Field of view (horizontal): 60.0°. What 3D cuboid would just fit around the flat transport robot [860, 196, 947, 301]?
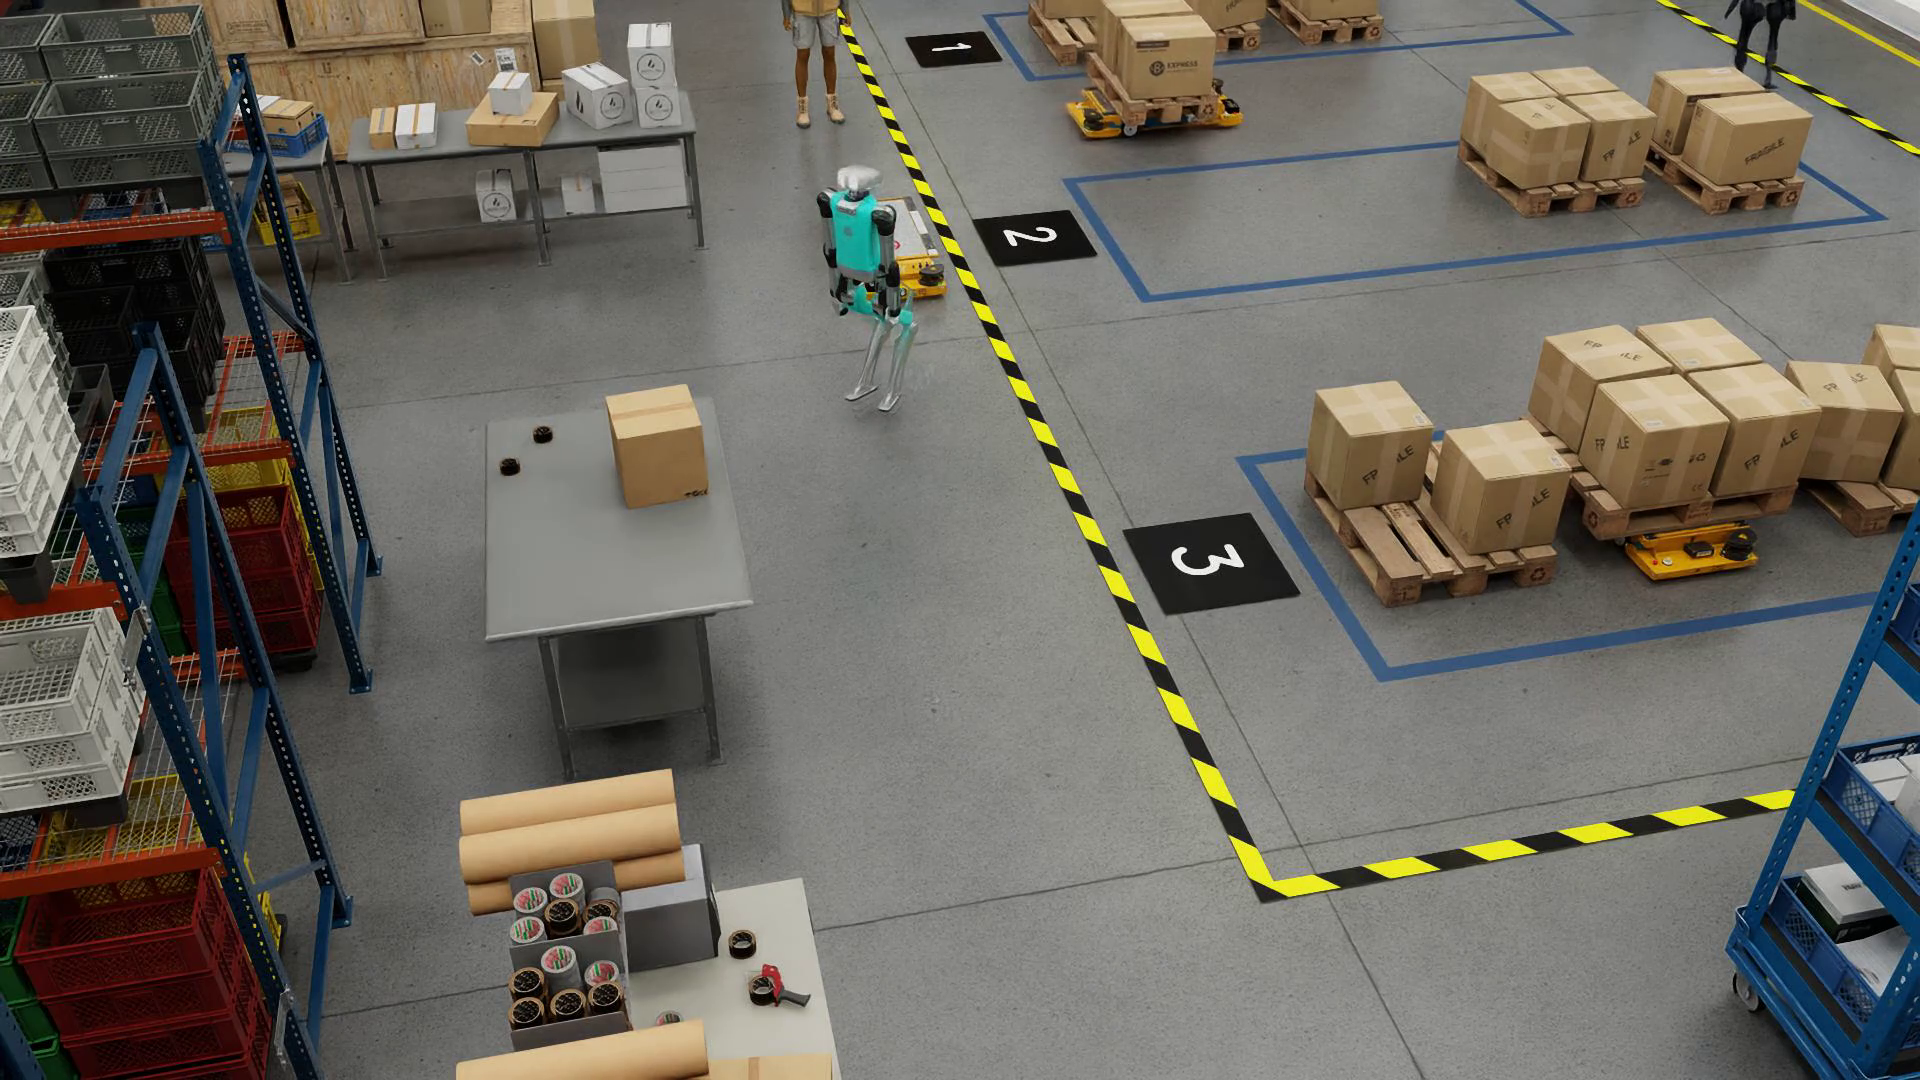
[{"bbox_3d":[-0.570,-2.220,12.538,0.659,0.231,1.431,-8,37,-10],"label":"flat transport robot"}]

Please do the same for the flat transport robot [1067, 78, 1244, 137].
[{"bbox_3d":[1.717,-3.822,14.668,1.431,0.197,0.652,-8,37,-10],"label":"flat transport robot"}]

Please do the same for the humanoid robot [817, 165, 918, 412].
[{"bbox_3d":[-0.487,-1.623,10.392,0.533,1.677,0.735,21,41,26],"label":"humanoid robot"}]

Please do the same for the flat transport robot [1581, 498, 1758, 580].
[{"bbox_3d":[4.062,-0.294,9.926,0.652,0.197,1.431,-8,37,-10],"label":"flat transport robot"}]

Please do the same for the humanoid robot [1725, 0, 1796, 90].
[{"bbox_3d":[7.216,-4.816,14.853,0.611,1.644,0.475,0,37,0],"label":"humanoid robot"}]

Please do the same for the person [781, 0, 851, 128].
[{"bbox_3d":[-1.223,-4.532,14.169,0.604,2.034,0.386,-9,38,-12],"label":"person"}]
